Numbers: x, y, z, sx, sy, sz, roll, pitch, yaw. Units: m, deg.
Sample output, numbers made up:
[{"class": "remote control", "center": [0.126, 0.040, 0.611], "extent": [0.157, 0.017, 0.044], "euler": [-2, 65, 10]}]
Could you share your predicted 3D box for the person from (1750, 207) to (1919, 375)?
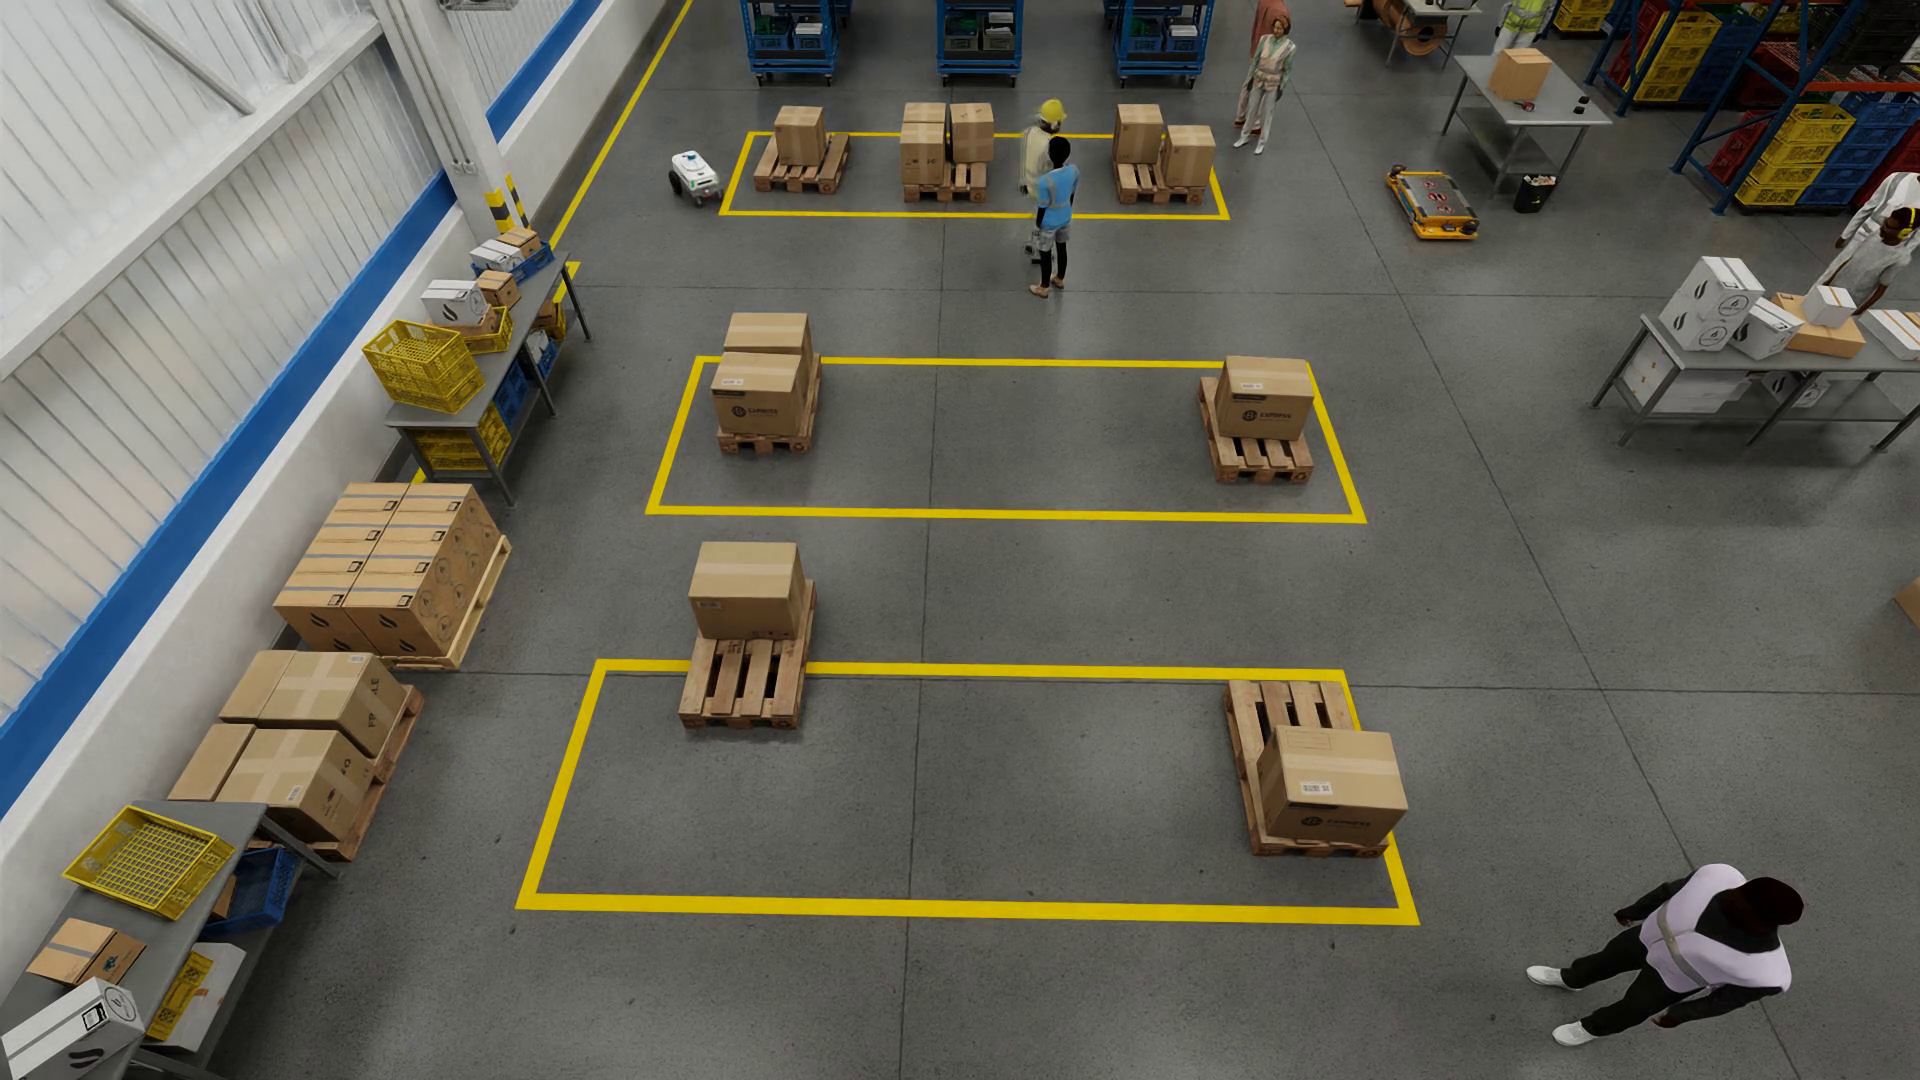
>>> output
[{"class": "person", "center": [7.977, -2.159, 8.339], "extent": [0.327, 1.865, 0.518], "euler": [0, 49, 0]}]

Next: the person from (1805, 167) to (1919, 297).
[{"class": "person", "center": [9.007, -2.935, 9.004], "extent": [0.342, 1.879, 0.581], "euler": [-33, 57, -25]}]

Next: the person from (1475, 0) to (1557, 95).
[{"class": "person", "center": [7.716, -7.065, 12.609], "extent": [0.629, 1.837, 0.430], "euler": [19, 52, 16]}]

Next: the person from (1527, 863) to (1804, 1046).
[{"class": "person", "center": [3.556, 2.113, 4.608], "extent": [0.390, 1.914, 0.587], "euler": [0, 49, 0]}]

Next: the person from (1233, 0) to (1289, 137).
[{"class": "person", "center": [3.938, -6.259, 11.800], "extent": [0.376, 1.997, 0.612], "euler": [-16, 51, -14]}]

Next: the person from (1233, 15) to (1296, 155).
[{"class": "person", "center": [3.880, -5.756, 11.597], "extent": [0.511, 1.641, 0.307], "euler": [32, 56, 25]}]

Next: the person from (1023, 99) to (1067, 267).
[{"class": "person", "center": [0.927, -3.756, 9.754], "extent": [0.465, 1.810, 0.615], "euler": [-20, 52, -16]}]

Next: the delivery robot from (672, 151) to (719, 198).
[{"class": "delivery robot", "center": [-3.216, -4.461, 11.131], "extent": [0.477, 0.478, 0.707], "euler": [-25, 54, -20]}]

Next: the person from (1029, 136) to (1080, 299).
[{"class": "person", "center": [0.961, -3.304, 9.437], "extent": [0.541, 1.696, 0.315], "euler": [-33, 57, -25]}]

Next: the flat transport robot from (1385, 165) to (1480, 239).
[{"class": "flat transport robot", "center": [5.692, -4.094, 11.059], "extent": [0.652, 0.197, 1.431], "euler": [1, 49, 1]}]
